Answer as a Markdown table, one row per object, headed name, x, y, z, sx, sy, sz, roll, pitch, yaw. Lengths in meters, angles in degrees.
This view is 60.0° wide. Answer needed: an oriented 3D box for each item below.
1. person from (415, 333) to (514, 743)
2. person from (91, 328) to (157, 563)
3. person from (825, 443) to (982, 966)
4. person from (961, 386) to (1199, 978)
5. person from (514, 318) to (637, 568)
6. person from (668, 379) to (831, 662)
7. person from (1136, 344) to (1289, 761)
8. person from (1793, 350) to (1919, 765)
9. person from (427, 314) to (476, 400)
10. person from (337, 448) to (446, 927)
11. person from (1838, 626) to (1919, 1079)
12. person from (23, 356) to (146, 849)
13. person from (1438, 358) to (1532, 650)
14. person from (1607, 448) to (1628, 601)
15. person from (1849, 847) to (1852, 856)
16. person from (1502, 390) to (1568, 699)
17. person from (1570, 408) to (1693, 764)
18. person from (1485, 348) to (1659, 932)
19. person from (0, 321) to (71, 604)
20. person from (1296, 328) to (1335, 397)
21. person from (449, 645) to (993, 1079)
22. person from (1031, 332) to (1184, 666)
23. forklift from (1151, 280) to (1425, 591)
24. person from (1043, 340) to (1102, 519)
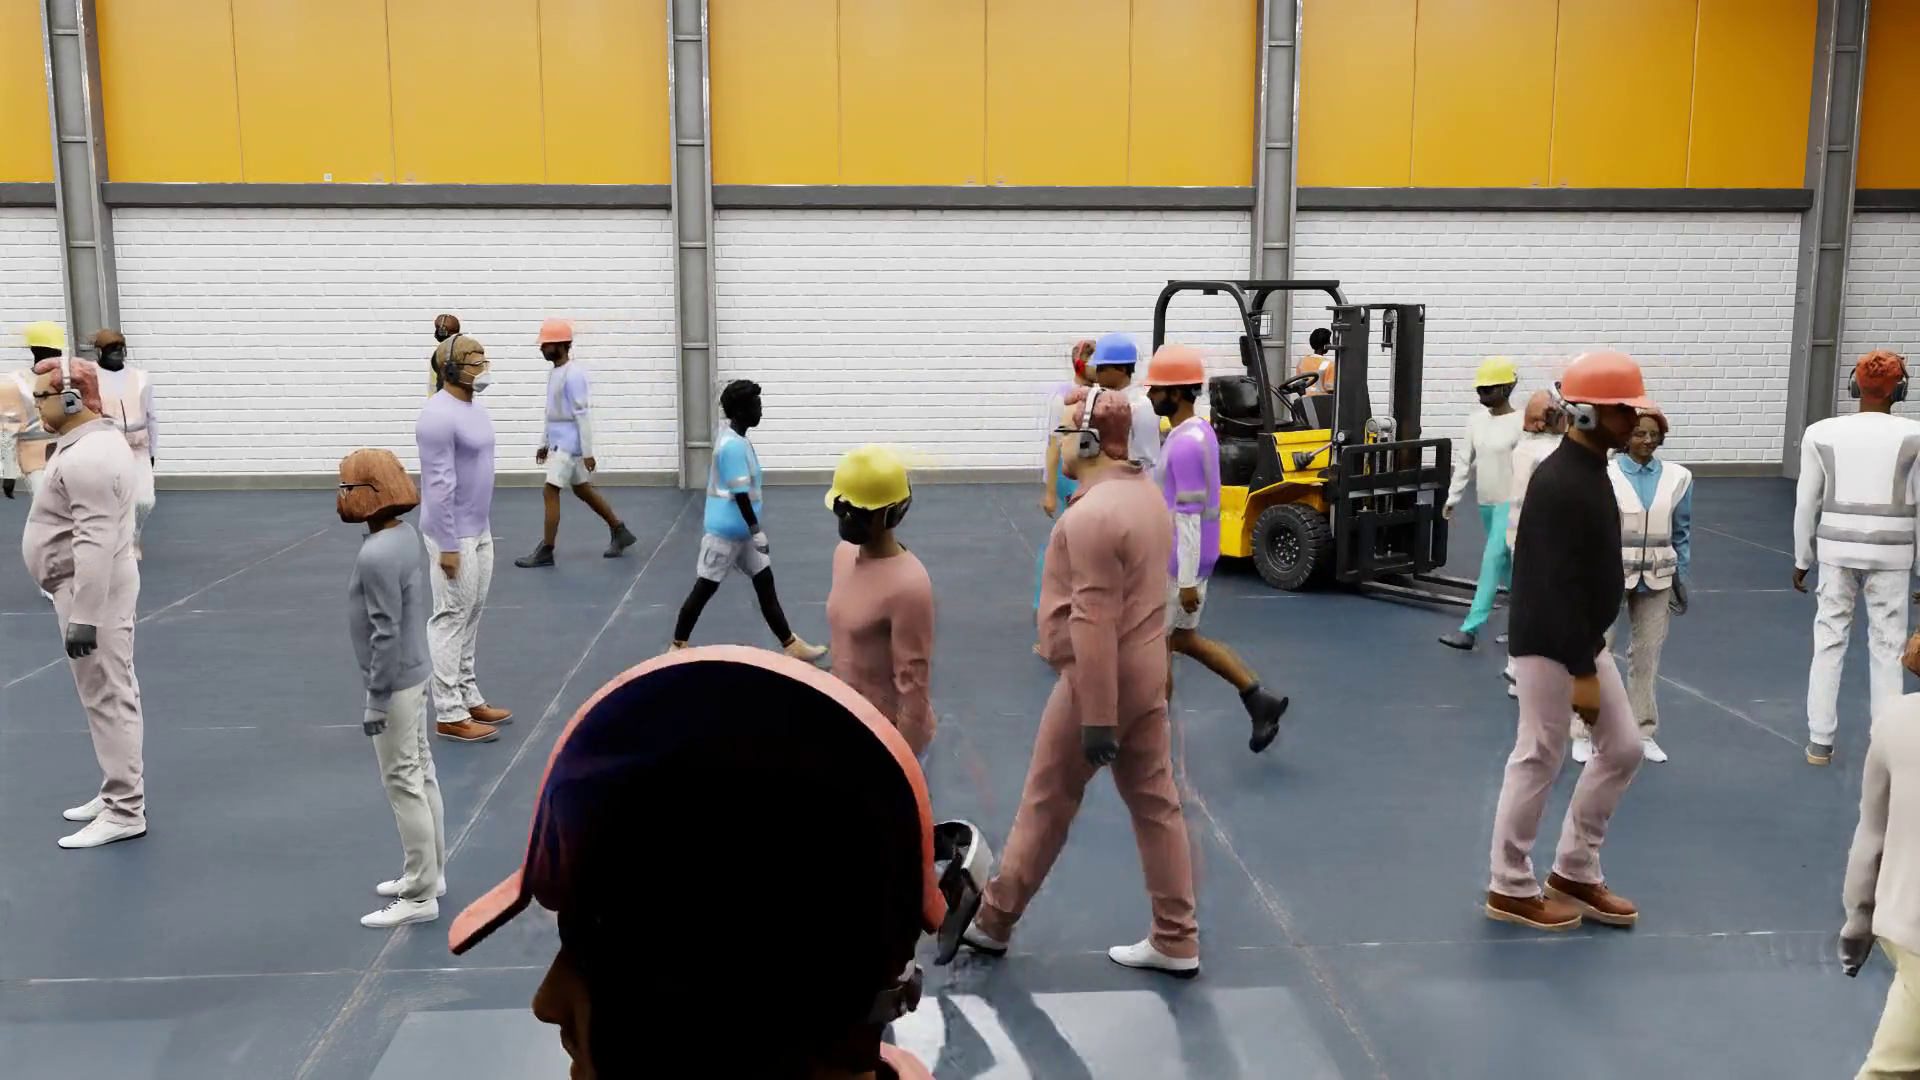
| name | x | y | z | sx | sy | sz | roll | pitch | yaw |
| --- | --- | --- | --- | --- | --- | --- | --- | --- | --- |
| person | -2.381 | -0.015 | 7.974 | 0.379 | 1.940 | 0.629 | 0 | 9 | 2 |
| person | -6.257 | -0.648 | 12.321 | 0.478 | 1.830 | 0.631 | 9 | 13 | 44 |
| person | -0.187 | 0.563 | 4.931 | 0.521 | 1.741 | 0.555 | -5 | 10 | -27 |
| person | 0.358 | 0.447 | 5.299 | 0.969 | 1.857 | 0.665 | 5 | 10 | 26 |
| person | -2.937 | -0.751 | 12.751 | 0.959 | 1.902 | 0.544 | -4 | 10 | -25 |
| person | -1.226 | -0.068 | 9.204 | 0.918 | 1.636 | 0.531 | 0 | 9 | 2 |
| person | 1.072 | 0.079 | 7.460 | 0.725 | 1.916 | 0.560 | 3 | 9 | 17 |
| person | 4.046 | 0.097 | 7.445 | 0.574 | 1.883 | 0.361 | 7 | 12 | 38 |
| person | -4.894 | -1.247 | 16.013 | 0.430 | 1.845 | 0.619 | 2 | 9 | 10 |
| person | -1.945 | 0.500 | 5.693 | 0.269 | 1.632 | 0.504 | -1 | 9 | -7 |
| person | 2.074 | 0.867 | 3.543 | 0.868 | 1.591 | 0.497 | 1 | 9 | 5 |
| person | -3.413 | 0.236 | 6.502 | 0.408 | 1.907 | 0.638 | -4 | 10 | -23 |
| person | 3.108 | -0.203 | 9.808 | 0.900 | 1.724 | 0.526 | -4 | 10 | -22 |
| person | 4.133 | -0.348 | 10.722 | 0.390 | 1.725 | 0.498 | -5 | 11 | -31 |
| person | 3.509 | 0.392 | 5.735 | 0.833 | 1.843 | 0.523 | -3 | 10 | -18 |
| person | 3.007 | 0.040 | 8.584 | 0.367 | 1.623 | 0.549 | -1 | 9 | -6 |
| person | 3.040 | 0.210 | 7.552 | 0.532 | 1.630 | 0.320 | 0 | 9 | 1 |
| person | 2.070 | 0.360 | 5.494 | 0.636 | 1.971 | 0.656 | 6 | 11 | 32 |
| person | -5.990 | -0.494 | 11.063 | 0.586 | 1.908 | 0.627 | 4 | 10 | 21 |
| person | 3.603 | -1.300 | 16.822 | 0.320 | 1.689 | 0.529 | -6 | 11 | -33 |
| person | -0.208 | 1.048 | 1.165 | 0.672 | 1.975 | 0.646 | -1 | 9 | -7 |
| person | 0.864 | -0.209 | 9.345 | 1.005 | 1.891 | 0.648 | -3 | 9 | -15 |
| forklift | 2.301 | -0.860 | 12.475 | 1.214 | 2.155 | 2.313 | -6 | 11 | -35 |
| person | 0.859 | -0.330 | 10.342 | 0.908 | 1.803 | 0.598 | 5 | 10 | 28 |
